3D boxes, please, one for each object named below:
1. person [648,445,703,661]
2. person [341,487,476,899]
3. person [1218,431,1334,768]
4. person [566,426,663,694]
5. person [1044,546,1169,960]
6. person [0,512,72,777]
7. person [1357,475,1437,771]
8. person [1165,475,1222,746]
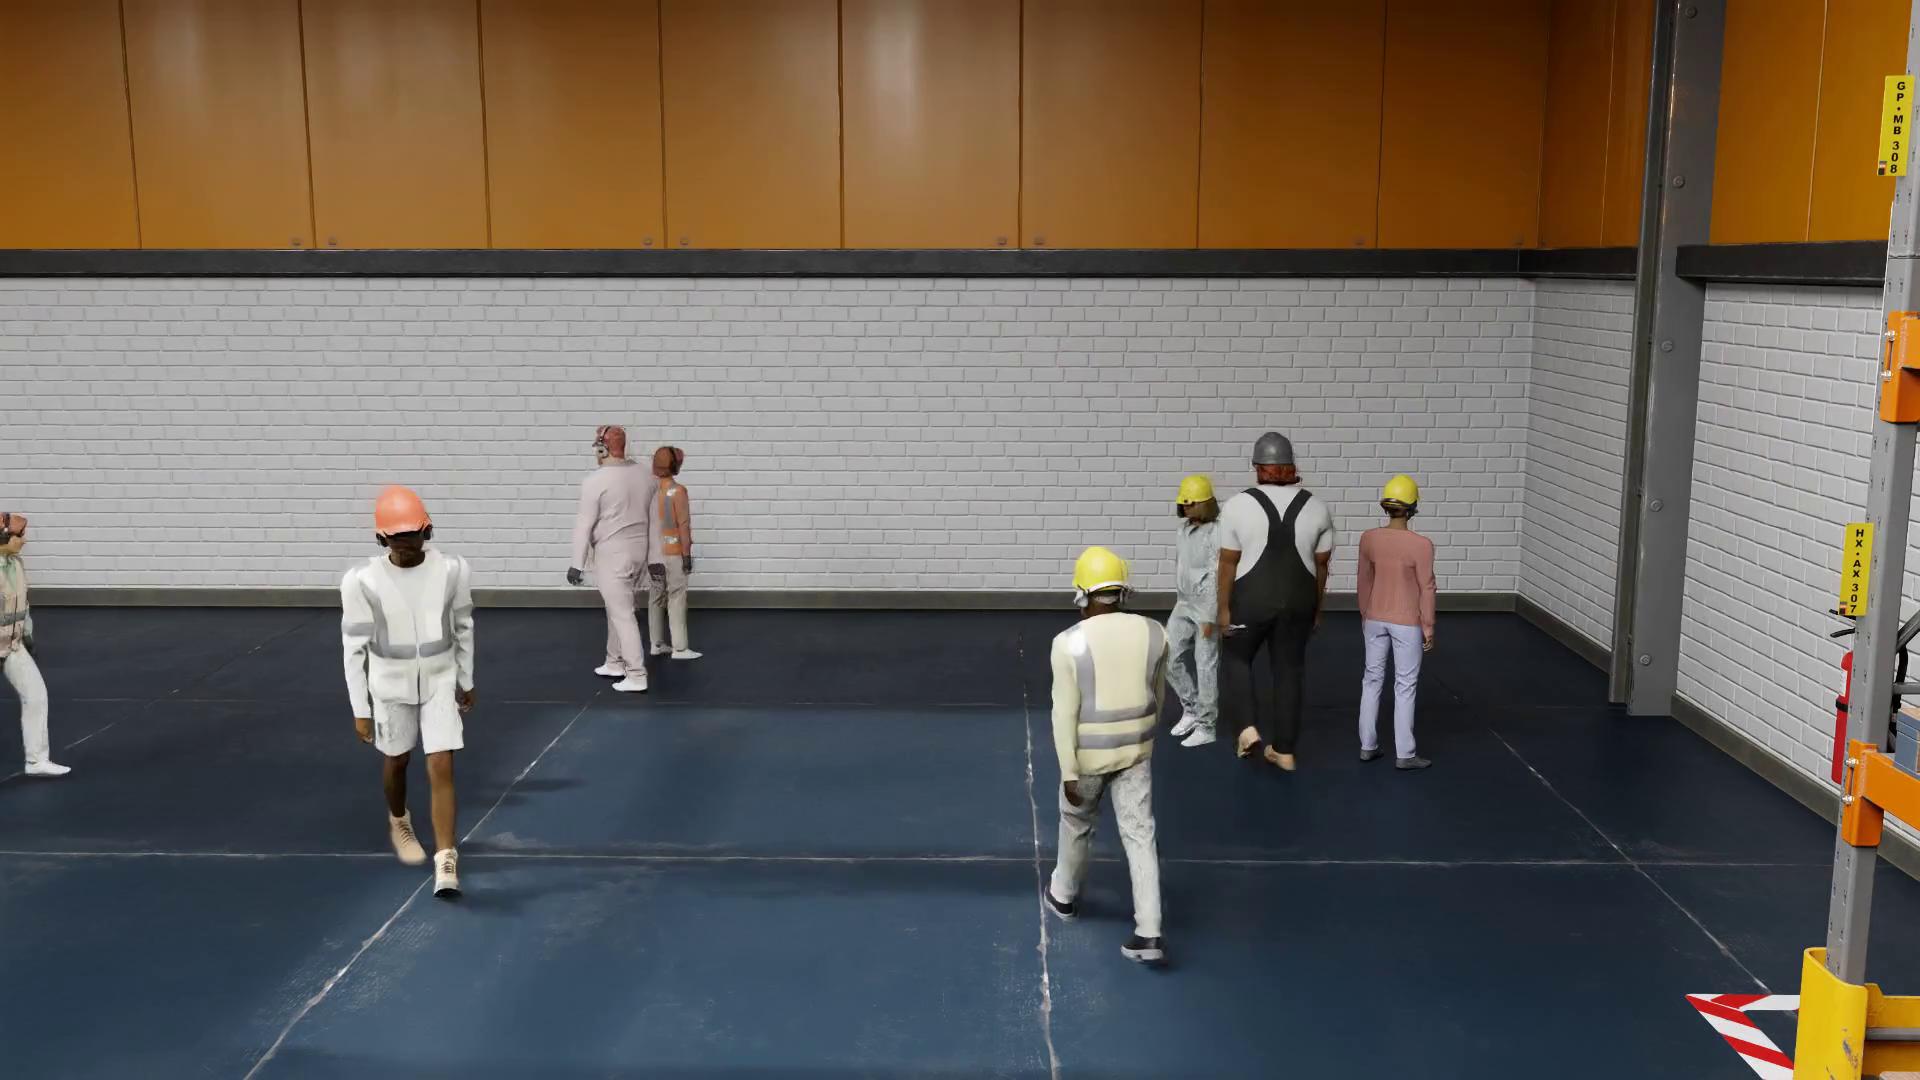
[{"bbox_3d":[-2.226,0.103,12.674,0.535,1.636,0.310,9,13,42],"label":"person"},{"bbox_3d":[-2.627,0.710,8.007,0.637,1.969,1.116,-5,11,-26],"label":"person"},{"bbox_3d":[1.862,0.354,9.951,0.689,2.000,0.542,-1,9,-4],"label":"person"},{"bbox_3d":[-2.495,0.131,11.768,0.811,1.877,0.643,6,11,30],"label":"person"},{"bbox_3d":[0.657,0.920,7.348,0.585,1.790,0.946,-3,10,-19],"label":"person"},{"bbox_3d":[-5.476,0.642,9.536,0.559,1.601,0.520,1,10,4],"label":"person"},{"bbox_3d":[2.608,0.492,9.940,0.306,1.772,0.525,-9,13,-42],"label":"person"},{"bbox_3d":[1.470,0.446,10.371,0.381,1.720,0.484,-6,11,-33],"label":"person"}]
